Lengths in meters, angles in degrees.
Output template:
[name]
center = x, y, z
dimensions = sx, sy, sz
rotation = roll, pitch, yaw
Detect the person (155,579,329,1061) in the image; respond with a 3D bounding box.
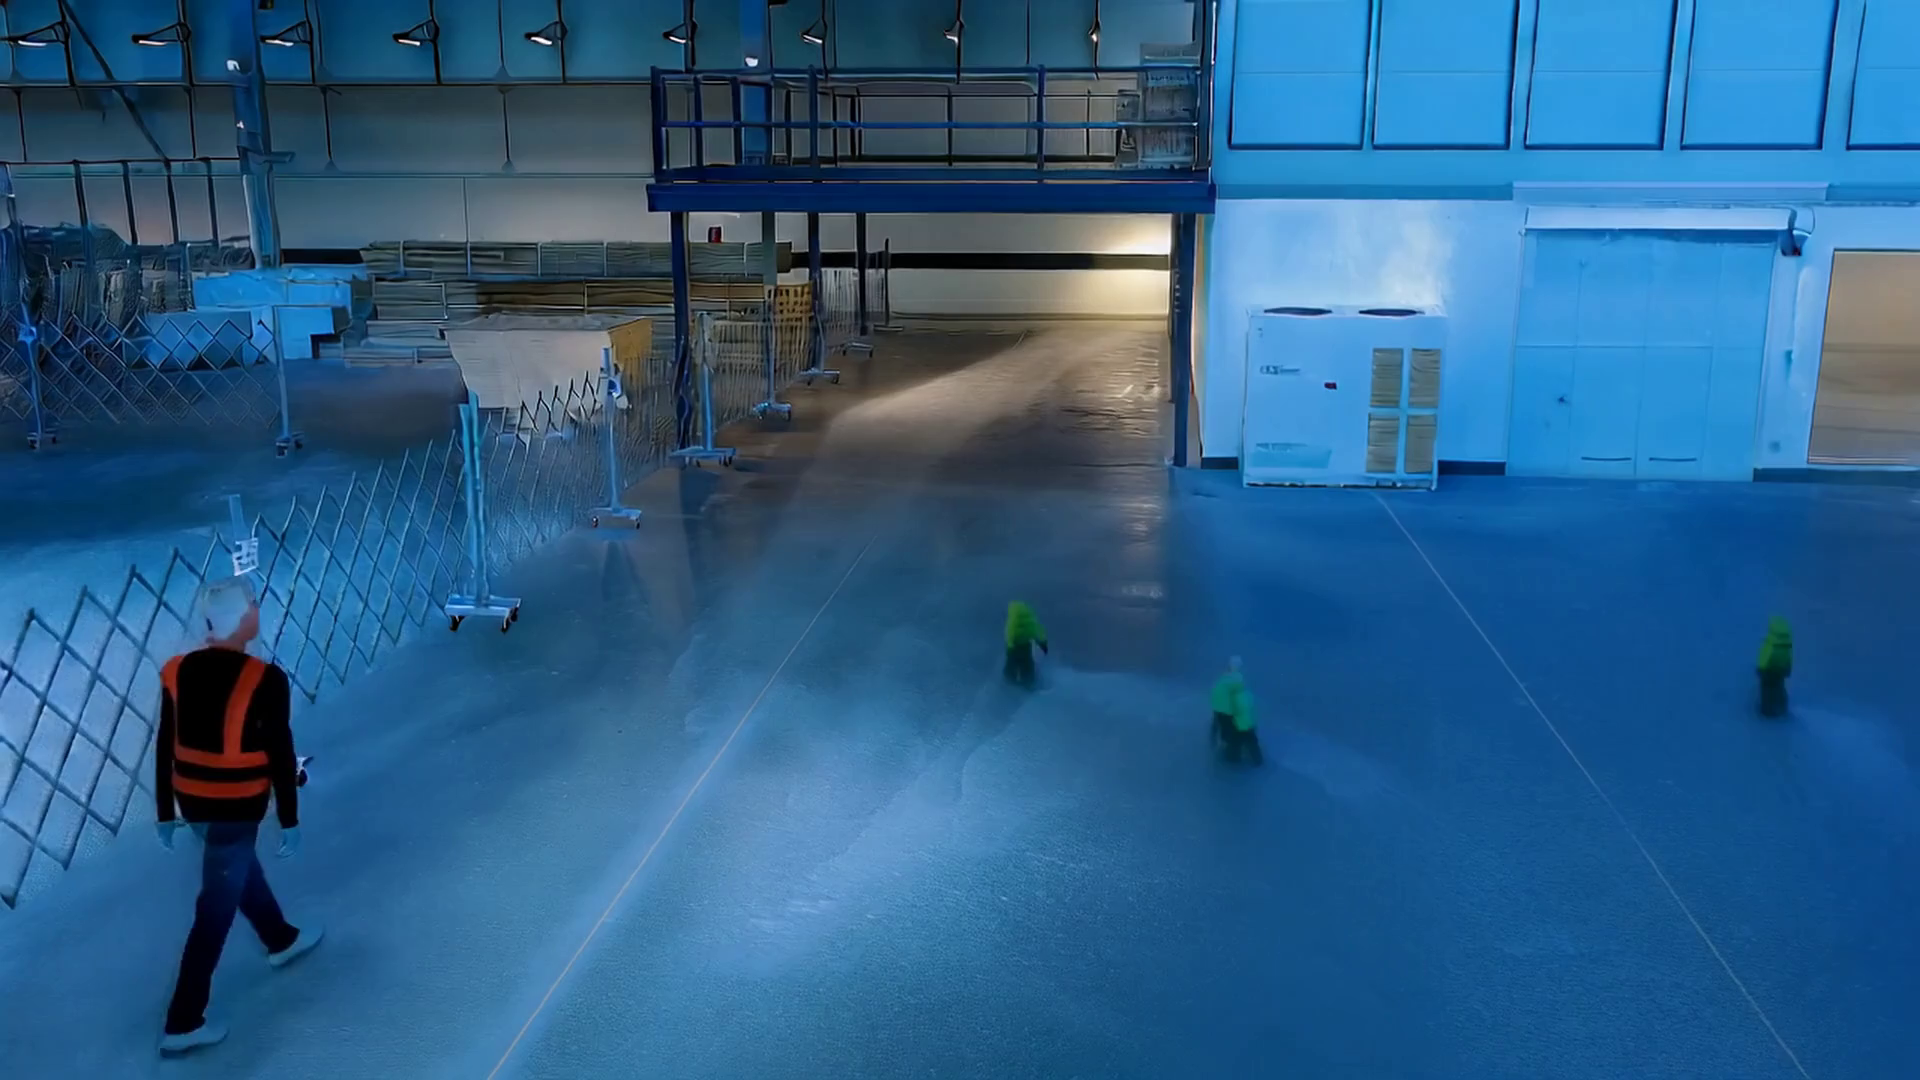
[person]
center = -2.941, 1.070, 6.683
dimensions = 0.588, 1.812, 1.068
rotation = 5, 15, 19
